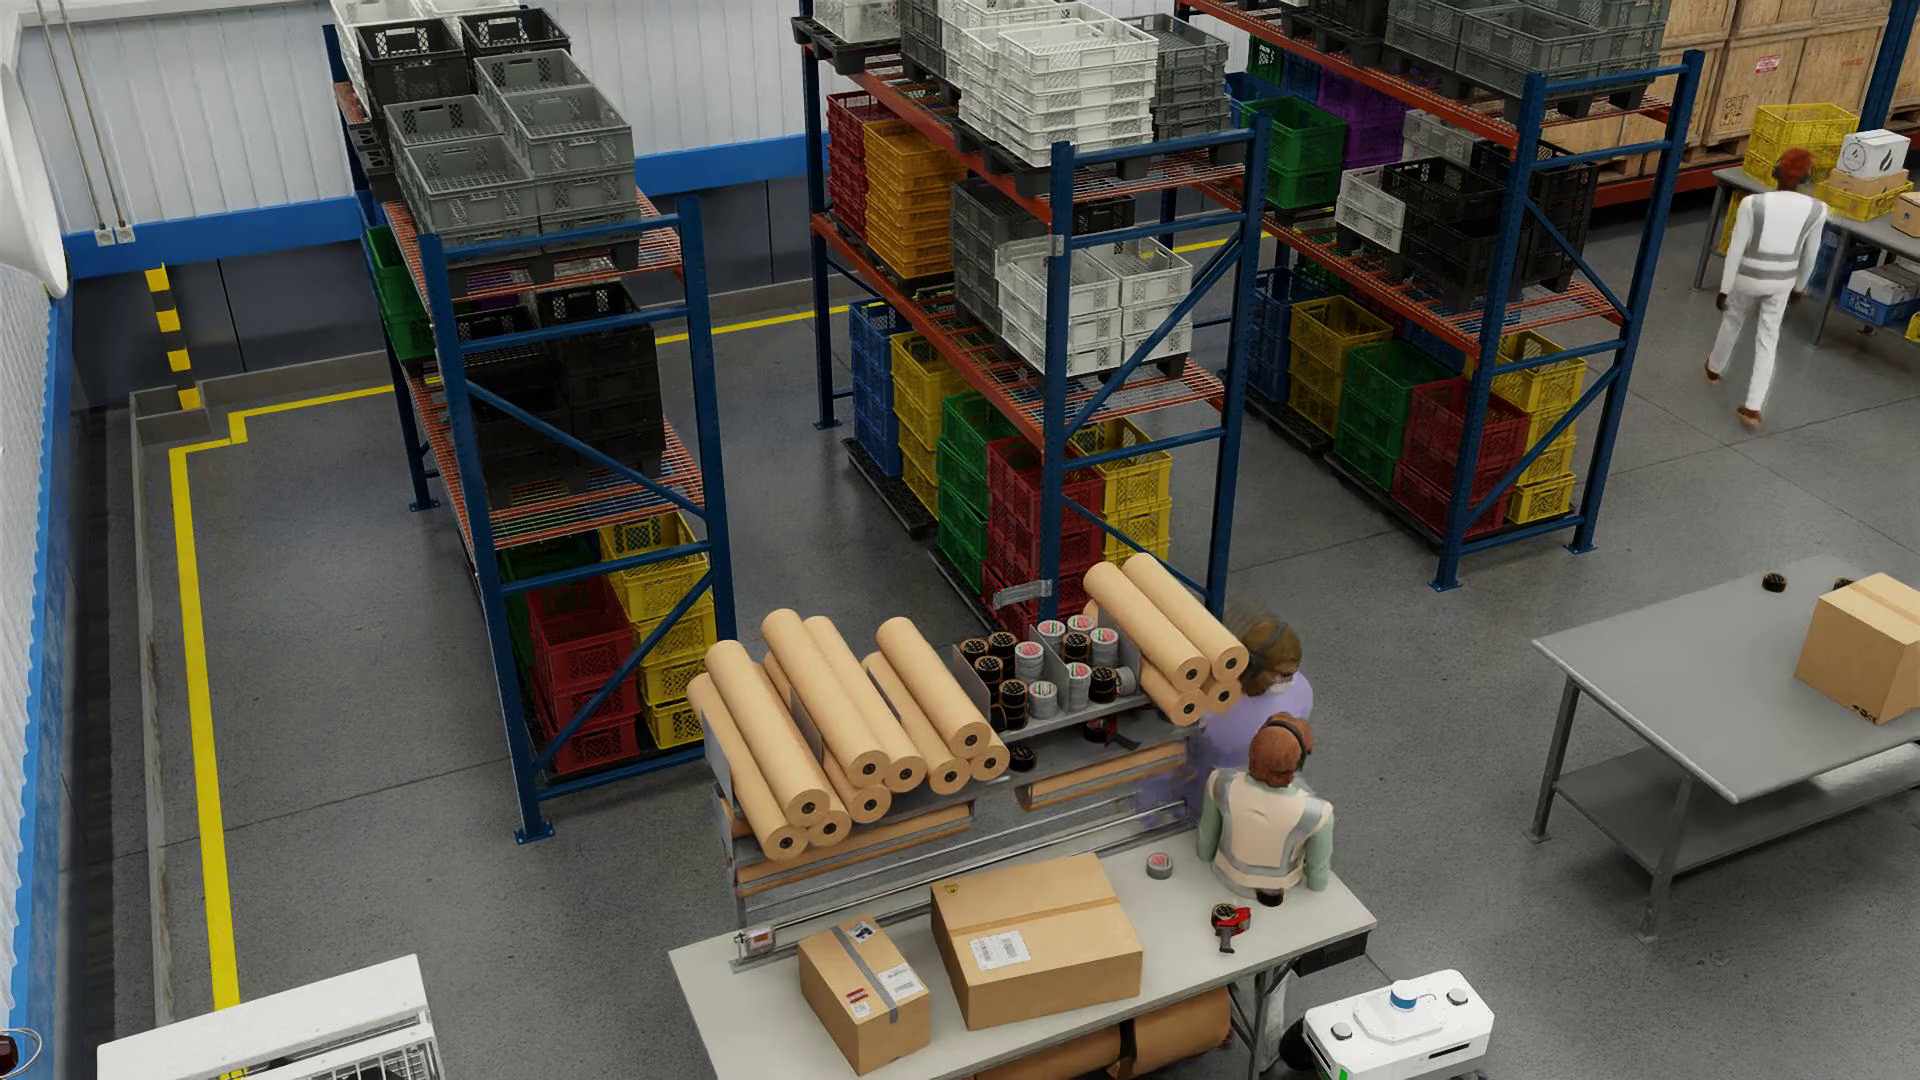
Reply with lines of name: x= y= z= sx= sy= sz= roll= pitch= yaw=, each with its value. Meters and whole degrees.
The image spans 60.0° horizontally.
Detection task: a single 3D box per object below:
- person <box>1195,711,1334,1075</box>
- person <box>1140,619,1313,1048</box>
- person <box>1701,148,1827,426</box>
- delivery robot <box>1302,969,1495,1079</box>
person: x=1.145 y=1.375 z=6.426 sx=0.520 sy=1.630 sz=0.323 roll=13 pitch=34 yaw=21
person: x=1.029 y=1.031 z=6.760 sx=0.675 sy=1.882 sz=0.969 roll=-5 pitch=32 yaw=-8
person: x=5.479 y=-1.756 z=11.325 sx=0.584 sy=1.830 sz=1.012 roll=7 pitch=32 yaw=11
delivery robot: x=1.701 y=1.919 z=6.473 sx=0.707 sy=0.478 sz=0.477 roll=-11 pitch=33 yaw=-17
